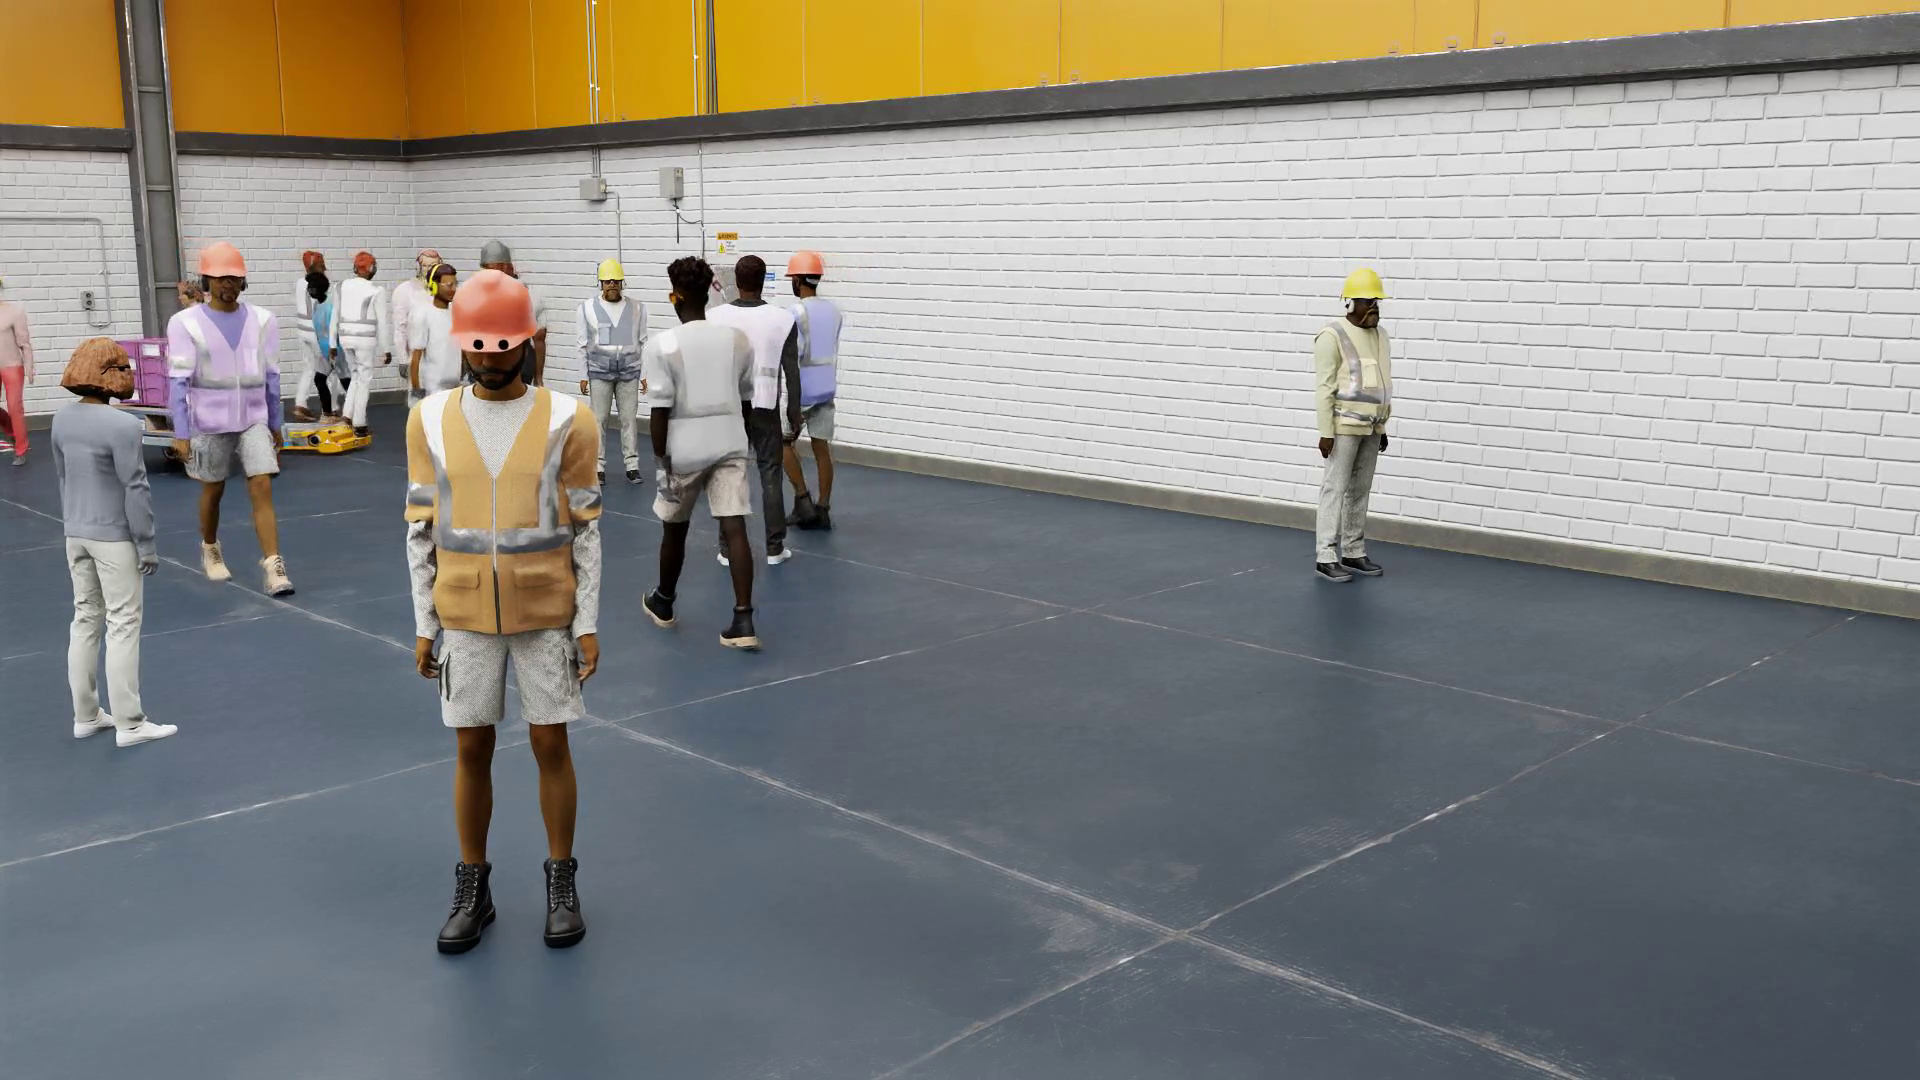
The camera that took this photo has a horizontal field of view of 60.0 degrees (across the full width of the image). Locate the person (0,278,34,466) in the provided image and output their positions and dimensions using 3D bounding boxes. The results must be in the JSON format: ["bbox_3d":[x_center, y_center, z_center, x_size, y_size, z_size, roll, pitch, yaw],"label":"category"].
[{"bbox_3d":[-8.490,-1.540,14.783,0.567,1.733,0.601,-1,10,-4],"label":"person"}]

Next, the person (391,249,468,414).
[{"bbox_3d":[-4.653,-1.608,14.687,0.641,1.905,0.410,-7,13,-35],"label":"person"}]

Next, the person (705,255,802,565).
[{"bbox_3d":[-1.279,-0.792,10.259,0.608,1.905,0.406,-1,10,-5],"label":"person"}]

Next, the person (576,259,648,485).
[{"bbox_3d":[-2.814,-1.360,13.526,0.590,1.833,0.404,-4,11,-21],"label":"person"}]

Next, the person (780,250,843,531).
[{"bbox_3d":[-1.052,-1.017,11.412,0.500,1.916,0.557,9,14,41],"label":"person"}]

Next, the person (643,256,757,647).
[{"bbox_3d":[-1.298,-0.444,8.314,0.602,1.919,1.021,-6,12,-29],"label":"person"}]

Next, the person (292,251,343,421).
[{"bbox_3d":[-7.041,-2.211,18.122,0.653,1.853,0.670,10,14,43],"label":"person"}]

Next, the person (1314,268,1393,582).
[{"bbox_3d":[2.330,-0.676,9.798,0.600,1.829,0.404,-8,13,-39],"label":"person"}]

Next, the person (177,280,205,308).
[{"bbox_3d":[-7.308,-1.702,16.049,0.479,1.579,0.795,7,13,34],"label":"person"}]

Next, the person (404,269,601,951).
[{"bbox_3d":[-1.281,0.211,4.700,0.542,1.930,0.367,-1,10,-6],"label":"person"}]

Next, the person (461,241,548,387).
[{"bbox_3d":[-3.631,-1.366,12.992,0.690,2.000,1.055,-9,14,-40],"label":"person"}]

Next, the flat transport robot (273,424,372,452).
[{"bbox_3d":[-6.375,-0.969,15.660,1.431,0.197,0.652,1,10,4],"label":"flat transport robot"}]

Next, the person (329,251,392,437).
[{"bbox_3d":[-5.963,-1.933,16.572,0.615,1.860,0.435,3,11,16],"label":"person"}]

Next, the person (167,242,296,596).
[{"bbox_3d":[-4.153,-0.687,9.453,0.635,1.987,1.072,-9,13,-39],"label":"person"}]

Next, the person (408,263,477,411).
[{"bbox_3d":[-3.677,-1.089,12.117,0.982,1.815,0.504,3,11,17],"label":"person"}]

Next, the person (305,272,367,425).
[{"bbox_3d":[-6.453,-1.928,17.105,0.652,1.643,0.555,-9,14,-42],"label":"person"}]

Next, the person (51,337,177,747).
[{"bbox_3d":[-3.407,0.006,6.654,0.497,1.626,0.287,5,12,27],"label":"person"}]
